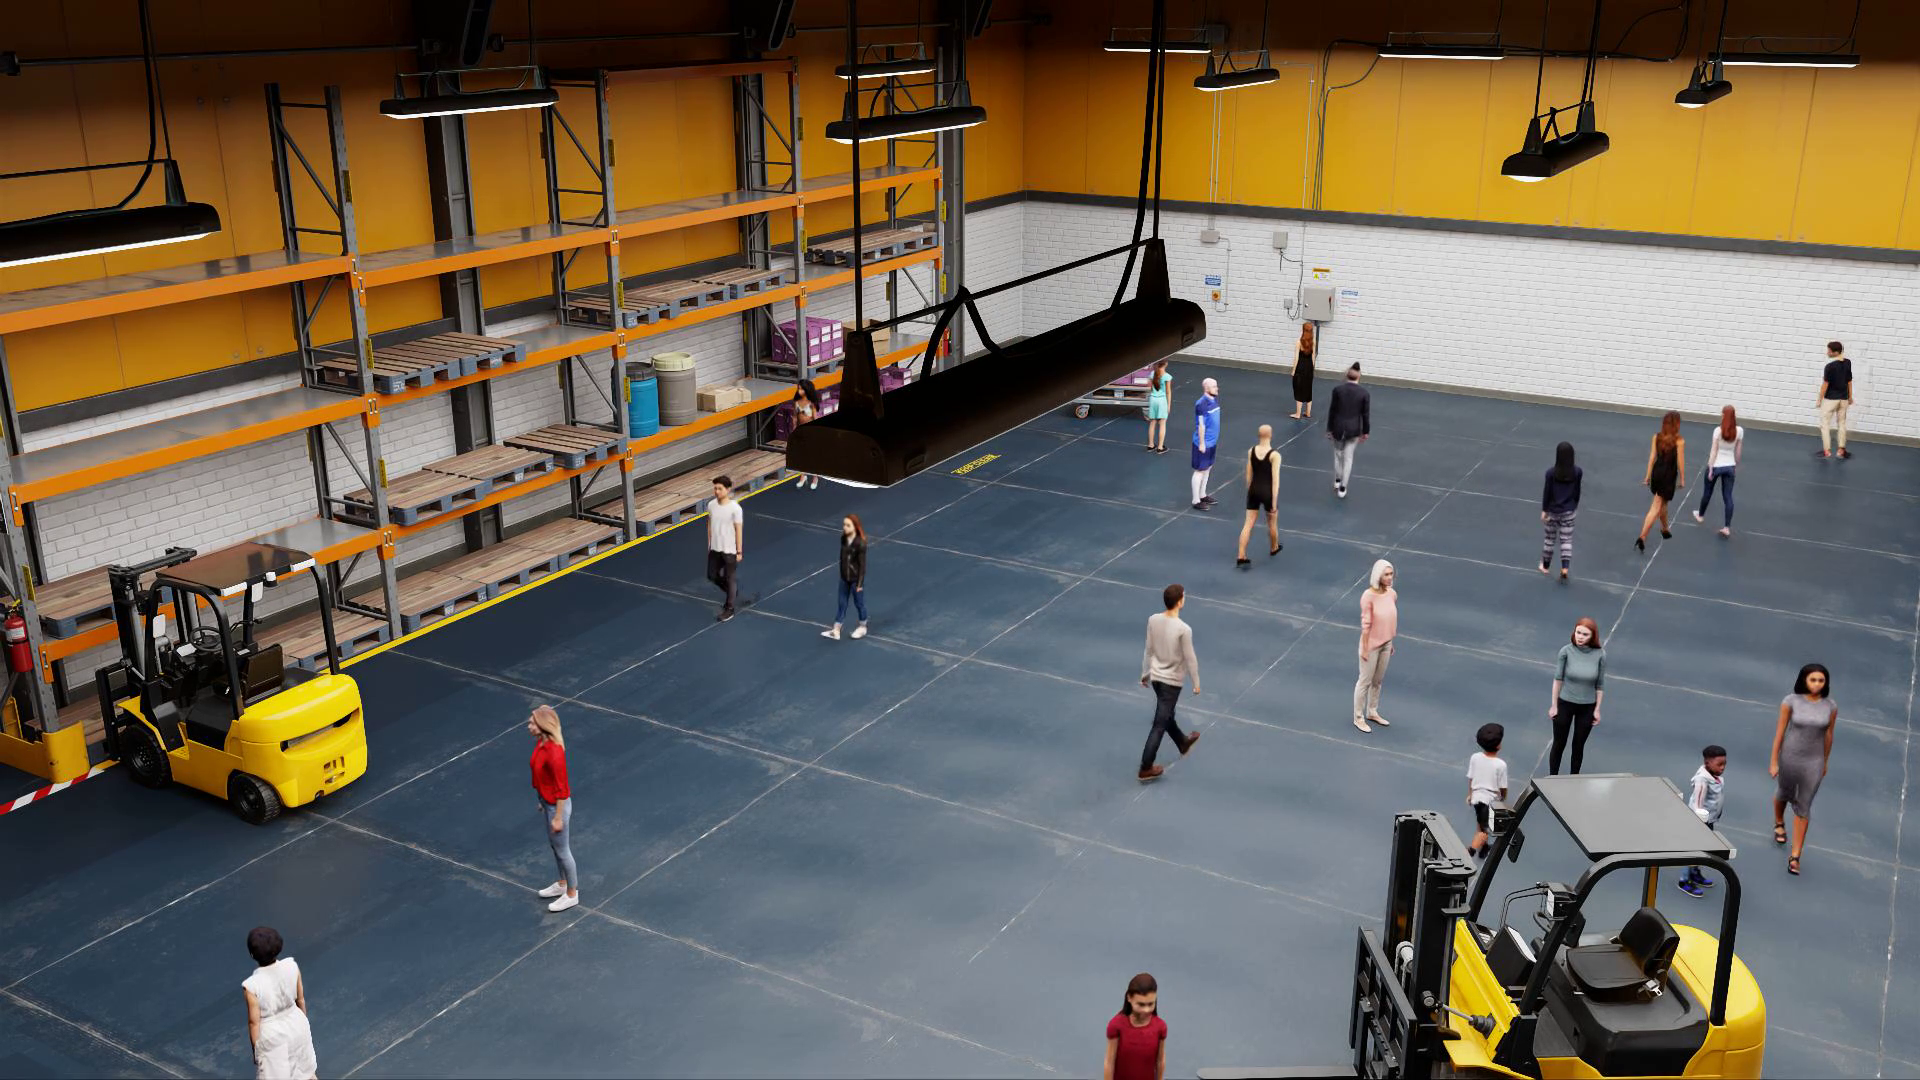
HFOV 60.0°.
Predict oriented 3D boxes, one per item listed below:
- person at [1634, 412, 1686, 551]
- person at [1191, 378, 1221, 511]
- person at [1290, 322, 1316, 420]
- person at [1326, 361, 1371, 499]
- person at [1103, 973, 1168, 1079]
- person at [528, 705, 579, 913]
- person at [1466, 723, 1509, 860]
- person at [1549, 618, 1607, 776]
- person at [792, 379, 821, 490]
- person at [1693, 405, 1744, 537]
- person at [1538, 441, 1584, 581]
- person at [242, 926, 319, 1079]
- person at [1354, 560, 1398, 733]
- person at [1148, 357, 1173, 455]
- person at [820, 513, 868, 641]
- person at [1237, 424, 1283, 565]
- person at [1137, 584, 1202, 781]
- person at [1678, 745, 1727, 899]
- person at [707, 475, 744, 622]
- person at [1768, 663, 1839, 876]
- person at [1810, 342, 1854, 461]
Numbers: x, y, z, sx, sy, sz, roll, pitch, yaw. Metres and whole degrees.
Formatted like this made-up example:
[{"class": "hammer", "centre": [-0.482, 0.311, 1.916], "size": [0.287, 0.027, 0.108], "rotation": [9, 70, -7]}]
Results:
[{"class": "person", "centre": [8.930, -0.695, 21.230], "size": [1.225, 1.782, 0.866], "rotation": [-15, 24, -38]}, {"class": "person", "centre": [3.413, -1.357, 23.104], "size": [0.717, 1.841, 0.486], "rotation": [10, 21, 28]}, {"class": "person", "centre": [5.762, -2.848, 27.869], "size": [0.672, 1.625, 0.748], "rotation": [-8, 20, -22]}, {"class": "person", "centre": [5.466, -1.545, 23.530], "size": [0.862, 1.925, 1.036], "rotation": [6, 20, 17]}, {"class": "person", "centre": [1.012, 3.237, 9.959], "size": [0.901, 1.525, 1.115], "rotation": [0, 19, 0]}, {"class": "person", "centre": [-3.189, 2.092, 13.078], "size": [0.683, 1.704, 0.689], "rotation": [-10, 21, -28]}, {"class": "person", "centre": [4.309, 2.129, 13.688], "size": [0.885, 1.244, 0.662], "rotation": [-15, 24, -38]}, {"class": "person", "centre": [5.466, 1.503, 14.767], "size": [0.648, 1.742, 0.621], "rotation": [4, 19, 13]}, {"class": "person", "centre": [-2.204, -1.531, 23.960], "size": [0.556, 1.624, 0.548], "rotation": [10, 21, 27]}, {"class": "person", "centre": [10.083, -0.876, 21.915], "size": [0.967, 1.688, 1.212], "rotation": [0, 19, 1]}, {"class": "person", "centre": [7.366, -0.353, 20.307], "size": [0.812, 1.723, 0.950], "rotation": [1, 19, 4]}, {"class": "person", "centre": [-4.213, 3.098, 10.329], "size": [0.639, 1.551, 0.466], "rotation": [12, 22, 32]}, {"class": "person", "centre": [4.064, 1.008, 16.262], "size": [0.605, 1.725, 0.736], "rotation": [-13, 22, -33]}, {"class": "person", "centre": [3.096, -2.129, 25.840], "size": [0.566, 1.558, 0.549], "rotation": [14, 23, 35]}, {"class": "person", "centre": [-1.146, 0.393, 18.493], "size": [0.677, 1.466, 0.841], "rotation": [16, 25, 40]}, {"class": "person", "centre": [3.701, -0.514, 20.717], "size": [0.790, 1.766, 1.227], "rotation": [15, 24, 38]}, {"class": "person", "centre": [1.827, 1.334, 15.160], "size": [1.256, 1.812, 0.934], "rotation": [-16, 24, -39]}, {"class": "person", "centre": [5.967, 2.224, 13.381], "size": [0.585, 1.260, 0.488], "rotation": [18, 25, 42]}, {"class": "person", "centre": [-2.657, 0.058, 19.095], "size": [0.631, 1.717, 0.679], "rotation": [10, 21, 28]}, {"class": "person", "centre": [6.935, 1.840, 13.792], "size": [0.754, 1.725, 1.169], "rotation": [6, 20, 18]}, {"class": "person", "centre": [13.460, -2.130, 25.428], "size": [0.851, 1.822, 0.923], "rotation": [-2, 19, -5]}]
